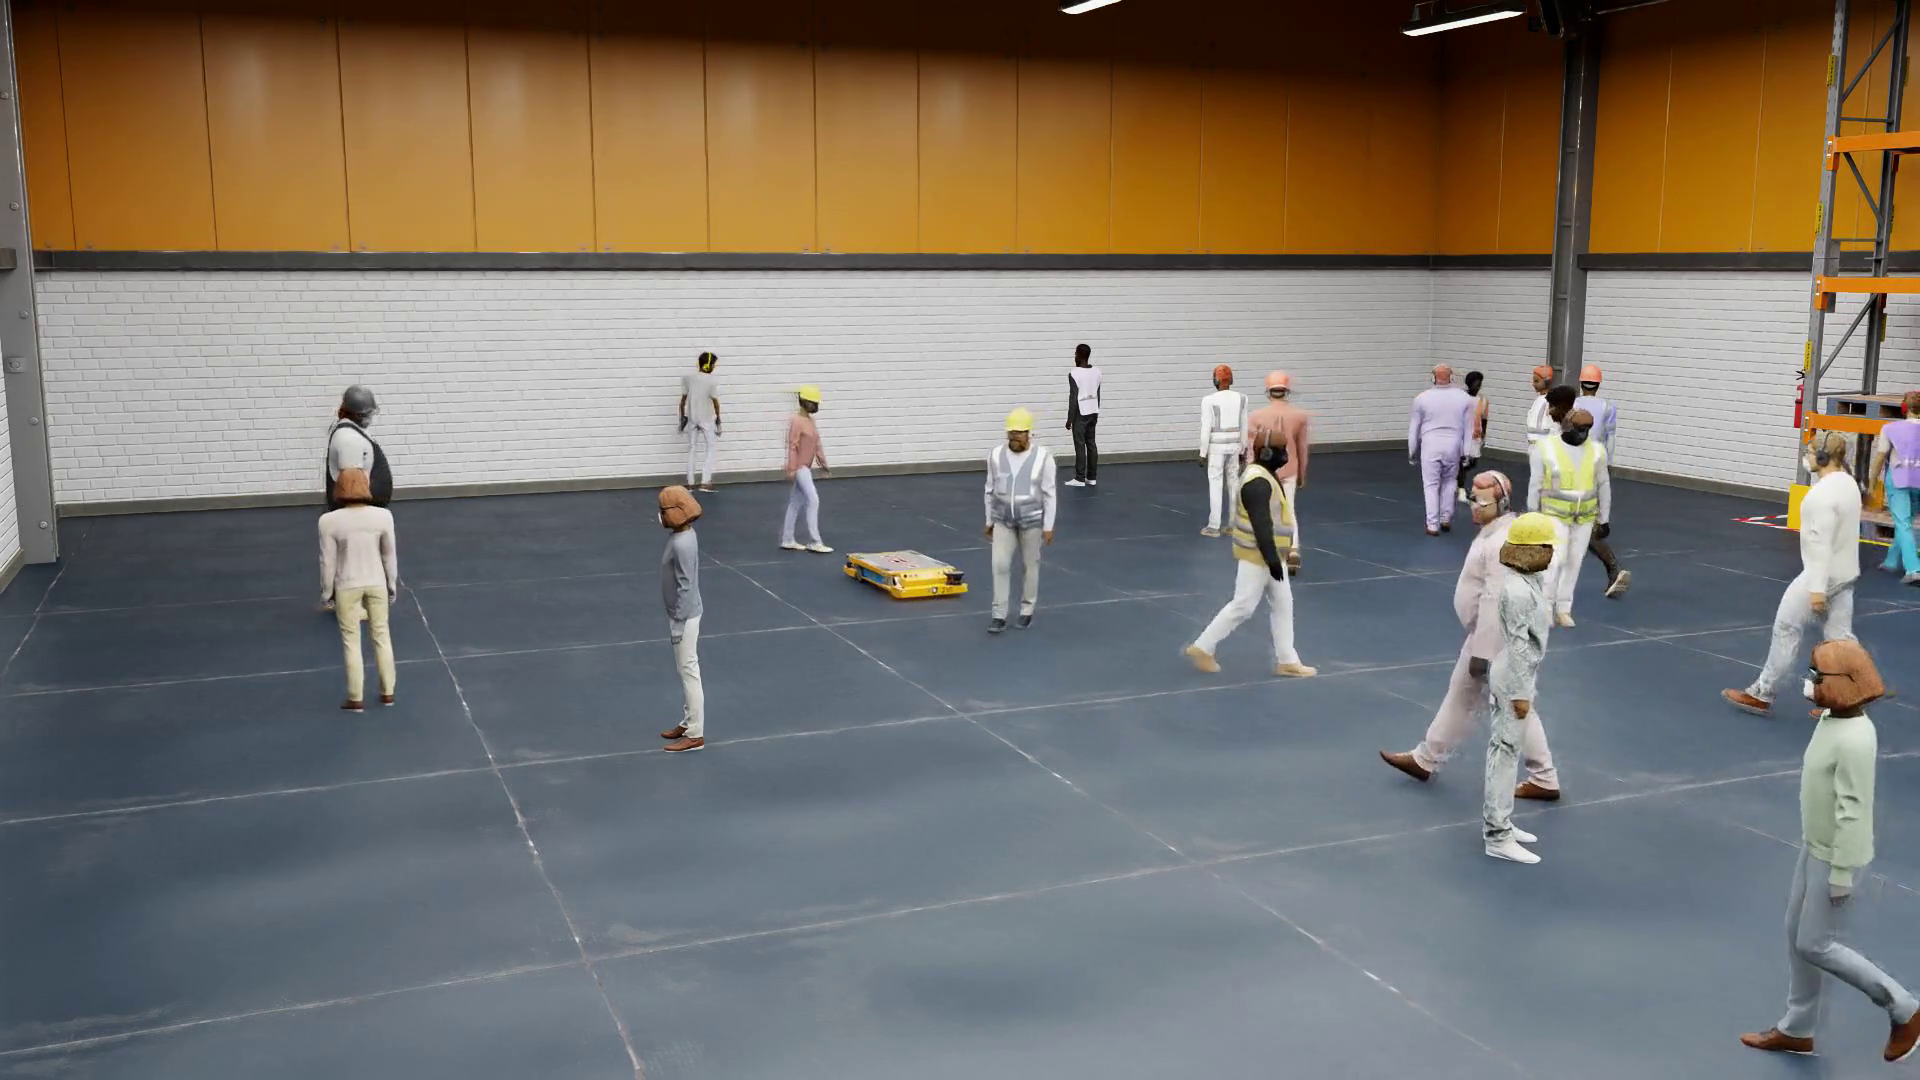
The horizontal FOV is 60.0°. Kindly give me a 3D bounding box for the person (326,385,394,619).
[{"bbox_3d":[-5.053,-0.350,13.960,0.570,2.000,0.780,-4,10,-22],"label":"person"}]

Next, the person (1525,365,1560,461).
[{"bbox_3d":[6.342,-0.963,18.145,0.356,1.887,0.573,0,9,0],"label":"person"}]

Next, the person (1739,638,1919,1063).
[{"bbox_3d":[3.254,1.160,6.098,0.541,1.618,0.512,3,10,18],"label":"person"}]

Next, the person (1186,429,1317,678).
[{"bbox_3d":[2.103,0.100,11.960,0.876,1.811,0.621,4,10,22],"label":"person"}]

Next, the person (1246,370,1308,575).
[{"bbox_3d":[3.078,-0.656,16.049,0.621,1.971,0.912,-1,9,-4],"label":"person"}]

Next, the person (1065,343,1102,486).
[{"bbox_3d":[1.667,-1.681,22.390,0.391,1.922,0.593,9,13,44],"label":"person"}]

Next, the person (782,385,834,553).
[{"bbox_3d":[-1.566,-0.730,17.171,0.657,1.732,0.545,2,10,11],"label":"person"}]

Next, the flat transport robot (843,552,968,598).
[{"bbox_3d":[-0.524,0.298,15.385,0.652,0.197,1.431,-4,10,-25],"label":"flat transport robot"}]

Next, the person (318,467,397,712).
[{"bbox_3d":[-4.001,0.327,11.090,0.507,1.632,0.267,-7,12,-37],"label":"person"}]

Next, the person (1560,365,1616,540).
[{"bbox_3d":[6.515,-0.853,17.323,0.551,1.936,0.357,2,10,12],"label":"person"}]

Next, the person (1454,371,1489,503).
[{"bbox_3d":[6.354,-1.317,20.977,0.539,1.669,0.603,-2,10,-14],"label":"person"}]

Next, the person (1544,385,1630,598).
[{"bbox_3d":[5.515,-0.418,14.779,0.876,1.919,0.676,6,11,32],"label":"person"}]

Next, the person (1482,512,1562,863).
[{"bbox_3d":[2.819,0.724,8.351,0.307,1.745,0.484,3,10,19],"label":"person"}]

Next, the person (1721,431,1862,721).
[{"bbox_3d":[5.474,0.238,10.814,0.652,1.900,0.920,-9,13,-43],"label":"person"}]

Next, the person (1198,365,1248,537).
[{"bbox_3d":[2.874,-0.972,18.206,0.572,1.885,0.356,-4,10,-22],"label":"person"}]

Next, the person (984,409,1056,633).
[{"bbox_3d":[0.446,-0.138,13.360,0.621,1.809,0.732,3,10,16],"label":"person"}]

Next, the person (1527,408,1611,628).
[{"bbox_3d":[4.971,-0.165,13.544,0.623,1.814,0.546,0,9,-2],"label":"person"}]

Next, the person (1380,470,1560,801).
[{"bbox_3d":[2.900,0.526,9.256,1.004,1.841,0.684,3,10,17],"label":"person"}]

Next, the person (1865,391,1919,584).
[{"bbox_3d":[8.910,-0.500,15.631,0.573,1.804,0.972,0,9,0],"label":"person"}]

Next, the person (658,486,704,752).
[{"bbox_3d":[-1.710,0.476,10.190,0.289,1.633,0.499,-2,10,-11],"label":"person"}]

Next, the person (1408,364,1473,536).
[{"bbox_3d":[5.271,-0.998,18.328,0.669,1.884,0.658,1,9,7],"label":"person"}]

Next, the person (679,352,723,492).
[{"bbox_3d":[-3.405,-1.530,21.750,0.634,1.844,0.394,3,10,19],"label":"person"}]
